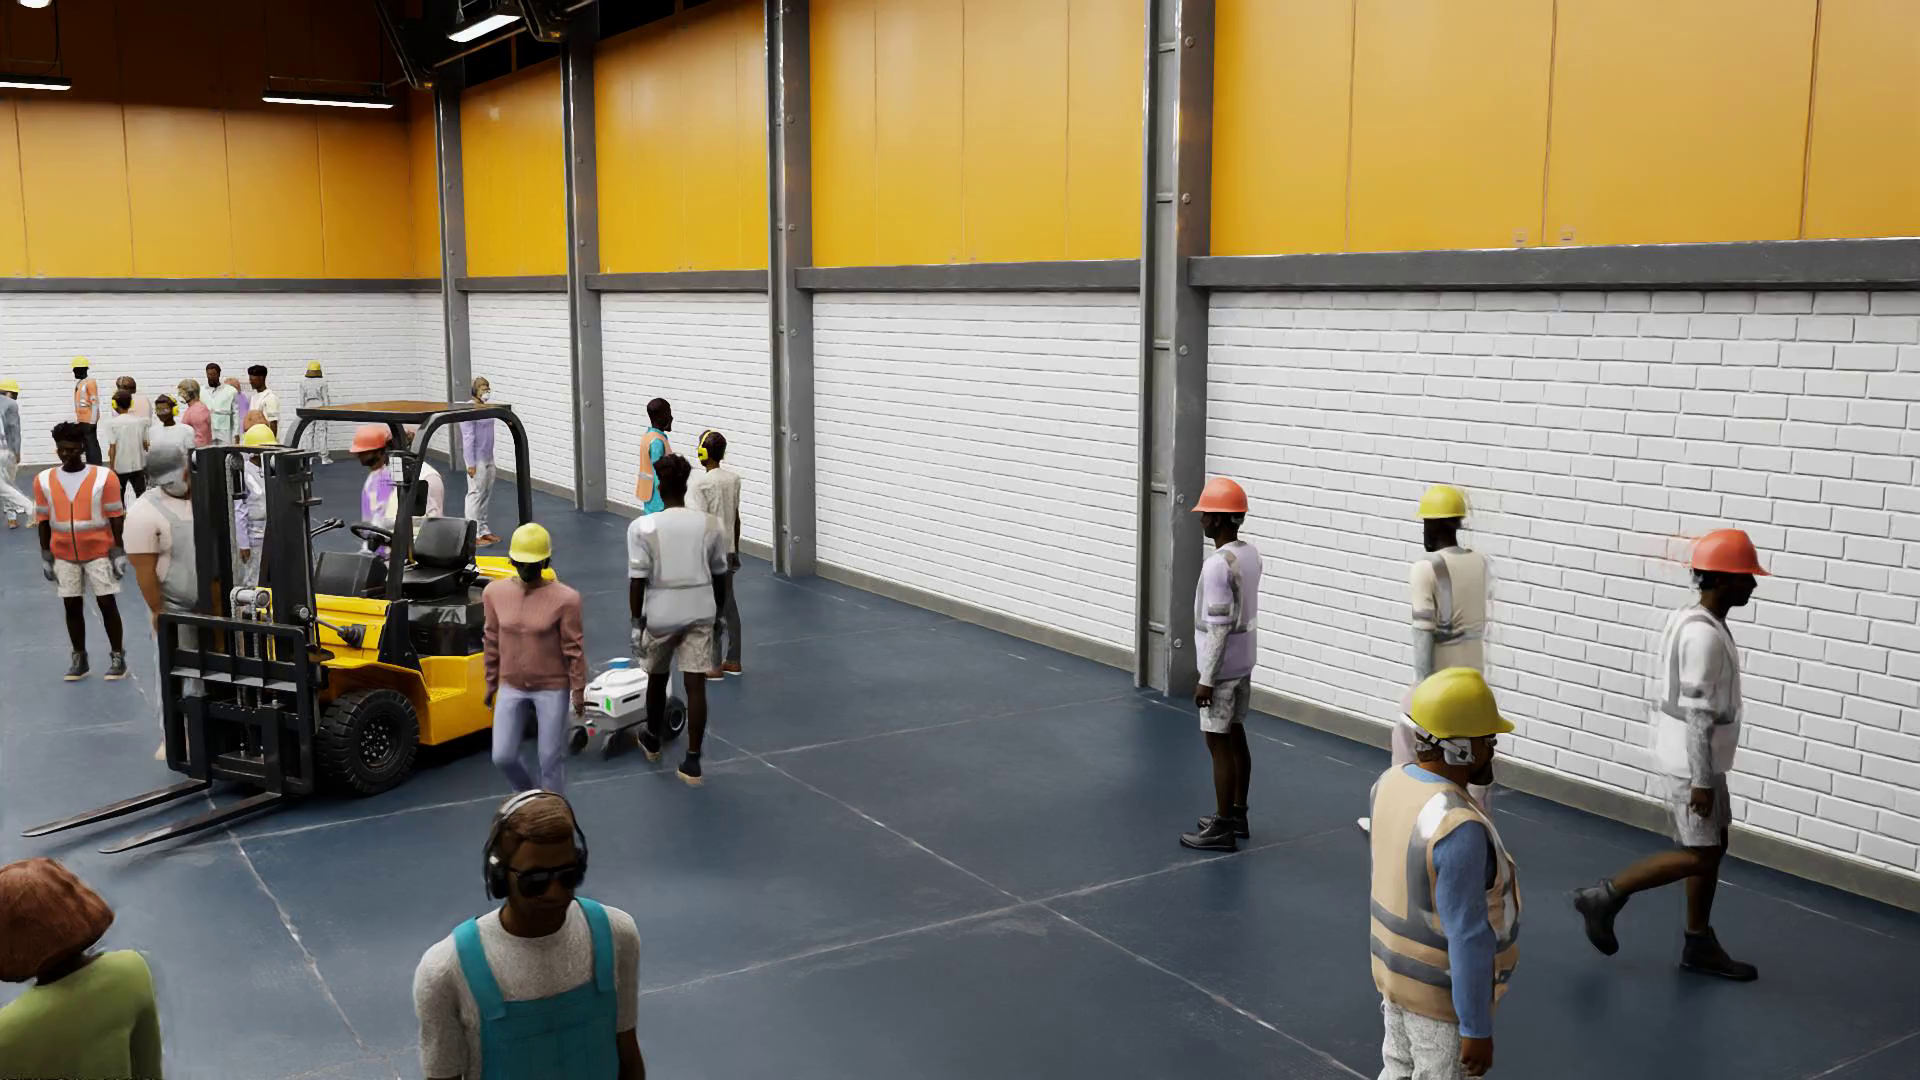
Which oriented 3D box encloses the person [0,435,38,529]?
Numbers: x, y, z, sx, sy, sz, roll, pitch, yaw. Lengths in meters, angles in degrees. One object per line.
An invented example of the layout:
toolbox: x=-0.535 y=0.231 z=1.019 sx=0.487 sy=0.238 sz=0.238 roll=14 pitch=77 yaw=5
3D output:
person: x=-11.629 y=-1.002 z=20.058 sx=0.911 sy=1.847 sz=0.592 roll=-4 pitch=10 yaw=-27

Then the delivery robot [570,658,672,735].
delivery robot: x=-2.151 y=0.993 z=10.580 sx=0.477 sy=0.478 sz=0.707 roll=4 pitch=9 yaw=26

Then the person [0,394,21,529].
person: x=-11.803 y=-1.080 z=20.282 sx=0.632 sy=1.930 sz=0.387 roll=-4 pitch=9 yaw=-25

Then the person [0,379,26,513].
person: x=-12.453 y=-1.231 z=21.843 sx=0.329 sy=1.763 sz=0.523 roll=-3 pitch=9 yaw=-18

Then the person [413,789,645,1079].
person: x=-0.918 y=1.431 z=3.652 sx=0.500 sy=1.838 sz=0.346 roll=-6 pitch=10 yaw=-33

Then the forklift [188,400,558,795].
forklift: x=-3.529 y=0.258 z=10.348 sx=1.214 sy=2.155 sz=2.313 roll=4 pitch=9 yaw=25

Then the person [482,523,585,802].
person: x=-2.173 y=0.760 z=8.474 sx=0.548 sy=1.738 sz=0.467 roll=1 pitch=8 yaw=5

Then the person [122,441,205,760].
person: x=-4.798 y=0.319 z=10.451 sx=0.534 sy=2.000 sz=0.814 roll=3 pitch=9 yaw=22

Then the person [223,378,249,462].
person: x=-10.835 y=-1.608 z=24.801 sx=0.548 sy=1.619 sz=0.528 roll=1 pitch=9 yaw=8

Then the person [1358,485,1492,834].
person: x=2.430 y=0.663 z=8.596 sx=0.614 sy=1.894 sz=0.821 roll=-6 pitch=10 yaw=-34

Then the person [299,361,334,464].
person: x=-10.861 y=-2.145 z=28.058 sx=0.492 sy=1.742 sz=0.320 roll=0 pitch=8 yaw=2

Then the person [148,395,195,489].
person: x=-8.022 y=-0.557 z=16.976 sx=0.511 sy=1.862 sz=0.324 roll=1 pitch=8 yaw=6

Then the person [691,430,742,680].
person: x=-1.839 y=0.113 z=12.416 sx=0.315 sy=1.870 sz=0.532 roll=5 pitch=10 yaw=33

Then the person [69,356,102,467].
person: x=-13.392 y=-1.854 z=25.480 sx=0.595 sy=1.925 sz=0.370 roll=8 pitch=12 yaw=43

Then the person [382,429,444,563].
person: x=-4.280 y=0.061 z=12.857 sx=0.621 sy=1.845 sz=0.429 roll=5 pitch=10 yaw=28

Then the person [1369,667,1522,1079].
person: x=1.384 y=1.265 z=4.771 sx=0.403 sy=1.834 sz=0.589 roll=-1 pitch=9 yaw=-9

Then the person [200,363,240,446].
person: x=-10.349 y=-1.509 z=23.190 sx=0.596 sy=1.915 sz=0.380 roll=-1 pitch=9 yaw=-8

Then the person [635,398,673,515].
person: x=-2.803 y=-0.356 z=15.409 sx=0.391 sy=1.920 sz=0.587 roll=-3 pitch=9 yaw=-19

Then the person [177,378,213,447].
person: x=-8.580 y=-0.856 z=18.721 sx=0.370 sy=1.938 sz=0.627 roll=-4 pitch=9 yaw=-25

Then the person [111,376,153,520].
person: x=-10.581 y=-1.178 z=21.246 sx=0.428 sy=1.837 sz=0.624 roll=2 pitch=9 yaw=15

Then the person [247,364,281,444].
person: x=-9.150 y=-1.334 z=21.887 sx=0.376 sy=1.958 sz=0.607 roll=-8 pitch=12 yaw=-44

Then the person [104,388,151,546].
person: x=-9.225 y=-0.776 z=18.544 sx=0.907 sy=1.840 sz=0.531 roll=6 pitch=10 yaw=34

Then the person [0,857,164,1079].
person: x=-2.062 y=1.512 z=3.839 sx=0.342 sy=1.615 sz=0.495 roll=1 pitch=9 yaw=8

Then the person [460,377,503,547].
person: x=-5.470 y=-0.894 z=18.972 sx=0.355 sy=1.936 sz=0.636 roll=1 pitch=9 yaw=8

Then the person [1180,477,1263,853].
person: x=1.349 y=0.642 z=8.622 sx=0.356 sy=1.937 sz=0.552 roll=5 pitch=10 yaw=28

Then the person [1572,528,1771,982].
person: x=3.004 y=0.897 z=6.961 sx=0.655 sy=1.920 sz=0.558 roll=4 pitch=9 yaw=27

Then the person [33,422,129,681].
person: x=-6.499 y=0.094 z=12.314 sx=0.613 sy=1.949 sz=0.420 roll=-2 pitch=9 yaw=-11

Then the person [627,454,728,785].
person: x=-1.717 y=0.440 z=9.997 sx=0.625 sy=1.923 sz=0.957 roll=-3 pitch=9 yaw=-21

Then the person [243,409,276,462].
person: x=-7.566 y=-0.595 z=17.976 sx=0.279 sy=1.634 sz=0.499 roll=2 pitch=9 yaw=13
